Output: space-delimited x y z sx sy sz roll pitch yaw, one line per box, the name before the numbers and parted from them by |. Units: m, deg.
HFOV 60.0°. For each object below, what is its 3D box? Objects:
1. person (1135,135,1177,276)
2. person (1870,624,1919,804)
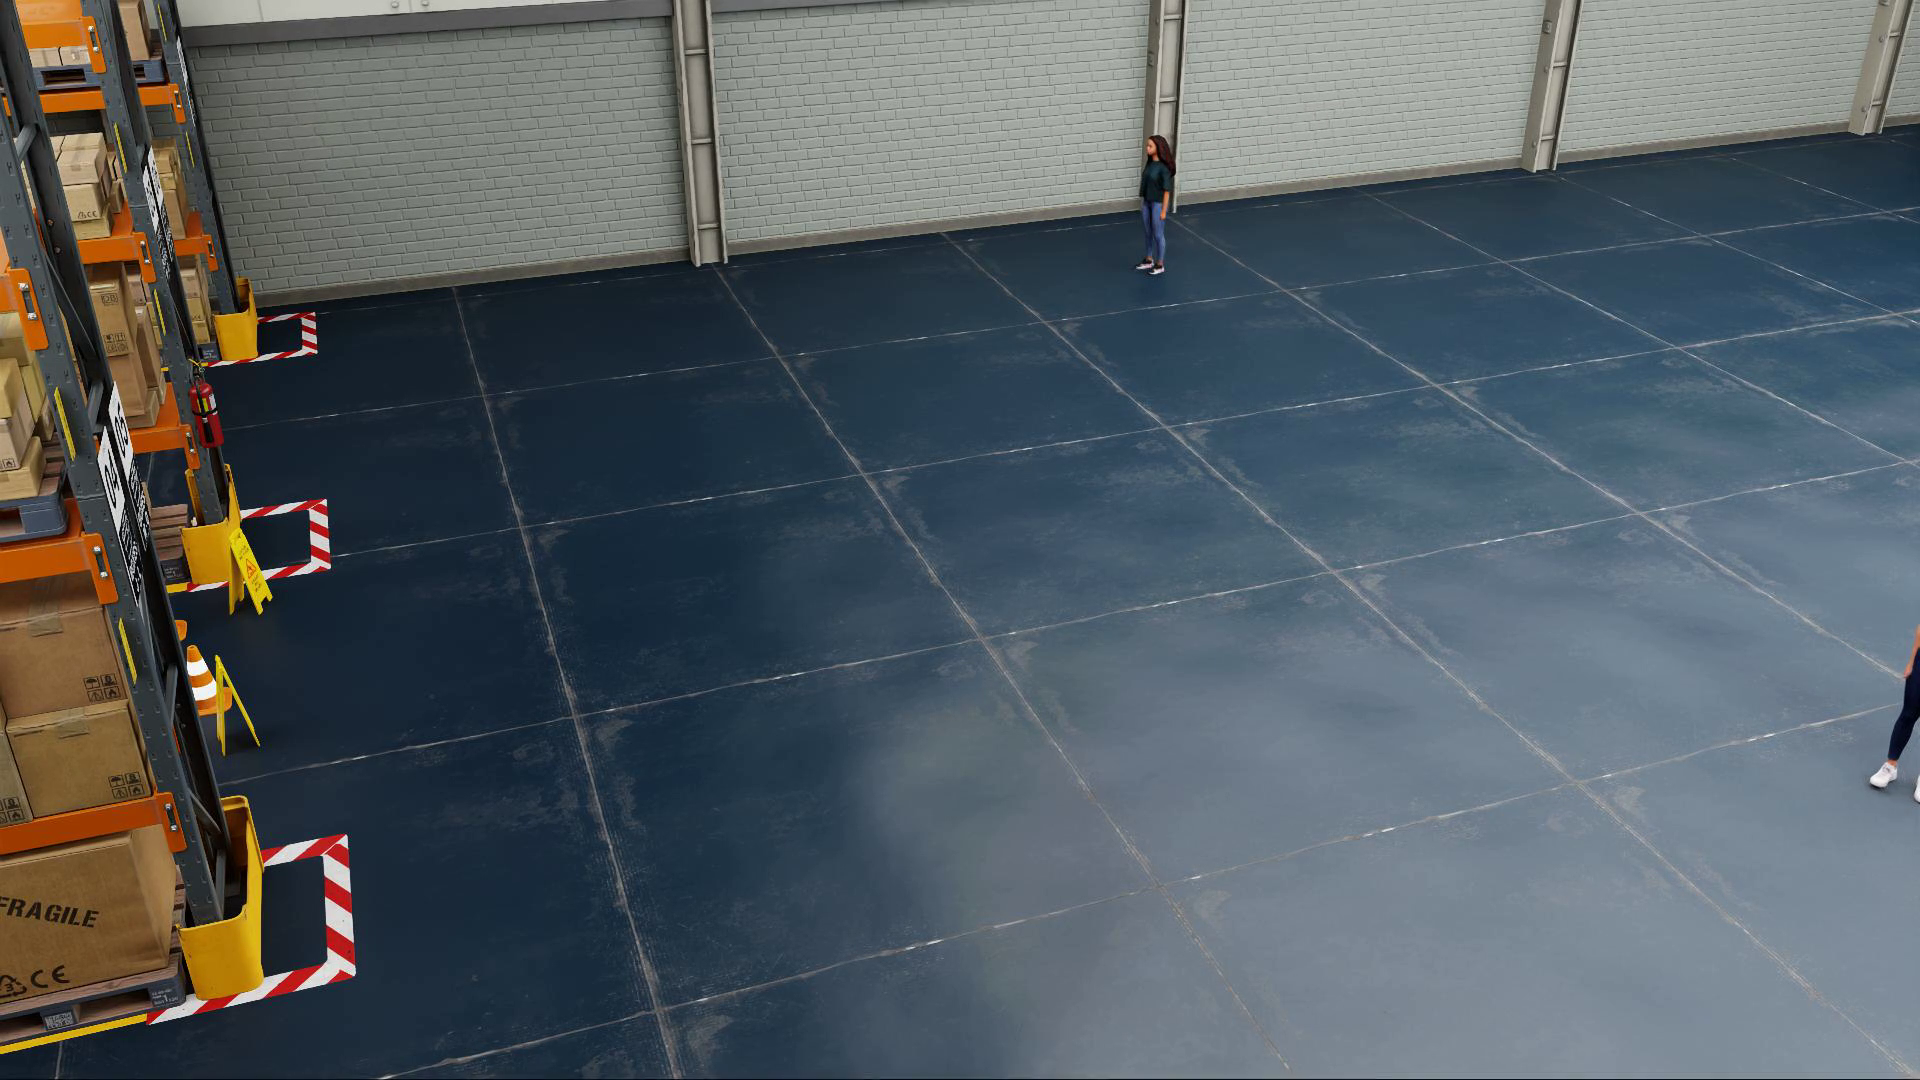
person | 2.279 -3.914 19.392 0.637 1.615 0.638 -15 32 -26
person | 6.124 0.809 10.352 0.668 1.775 0.683 21 34 33
